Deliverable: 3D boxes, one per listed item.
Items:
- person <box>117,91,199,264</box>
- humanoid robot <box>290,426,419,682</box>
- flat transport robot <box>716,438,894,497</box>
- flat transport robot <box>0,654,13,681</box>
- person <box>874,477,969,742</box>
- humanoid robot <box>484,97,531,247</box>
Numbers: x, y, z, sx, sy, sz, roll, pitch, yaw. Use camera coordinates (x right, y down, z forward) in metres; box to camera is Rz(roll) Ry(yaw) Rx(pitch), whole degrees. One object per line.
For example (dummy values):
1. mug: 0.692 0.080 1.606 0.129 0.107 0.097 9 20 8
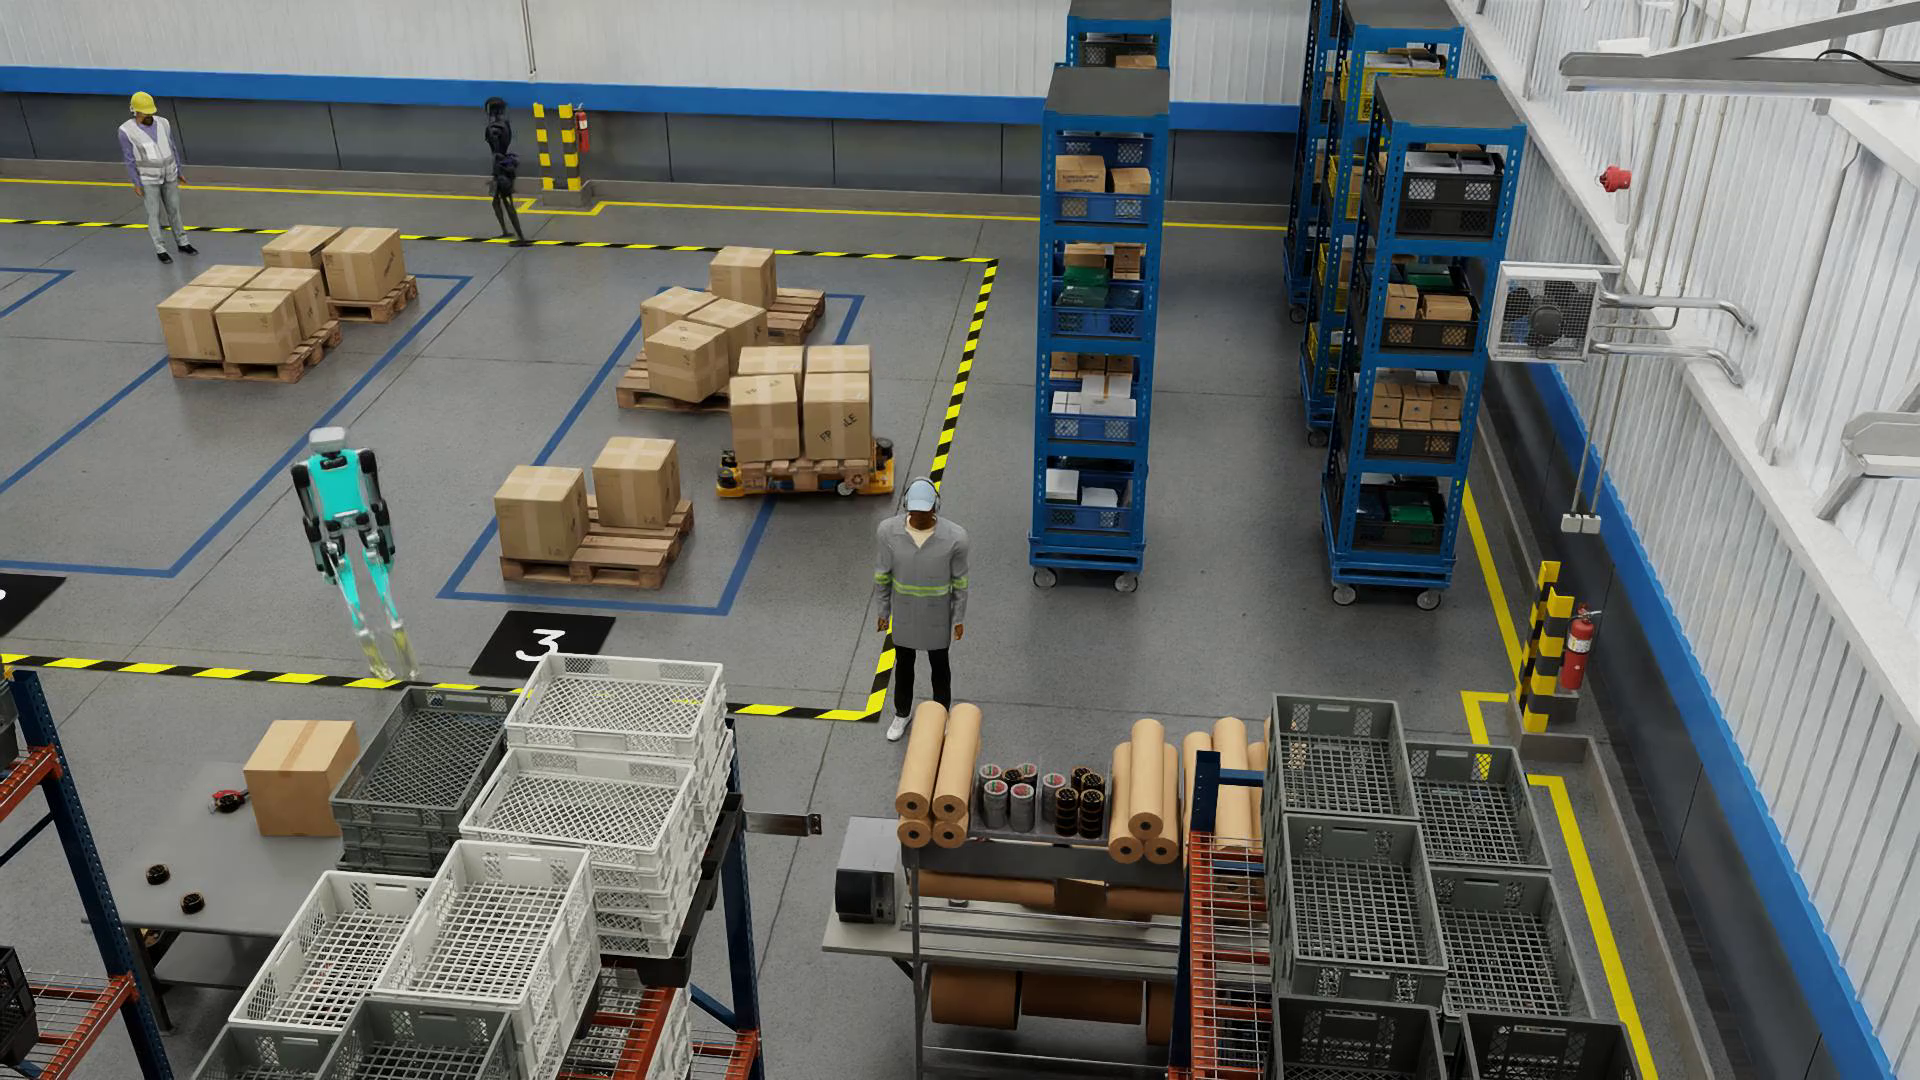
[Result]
1. person: -8.588 -3.892 17.812 0.403 1.823 0.588 20 36 30
2. humanoid robot: -3.937 0.194 10.911 0.534 1.793 0.812 -15 33 -24
3. flat transport robot: -1.264 -0.608 13.690 1.431 0.197 0.652 -1 30 -3
4. flat transport robot: -7.142 0.969 11.010 1.431 0.231 0.659 3 30 6
5. person: -0.242 0.445 10.335 0.589 1.852 0.366 4 30 6
6. humanoid robot: -5.026 -3.999 18.145 0.515 1.650 0.599 -2 30 -4
